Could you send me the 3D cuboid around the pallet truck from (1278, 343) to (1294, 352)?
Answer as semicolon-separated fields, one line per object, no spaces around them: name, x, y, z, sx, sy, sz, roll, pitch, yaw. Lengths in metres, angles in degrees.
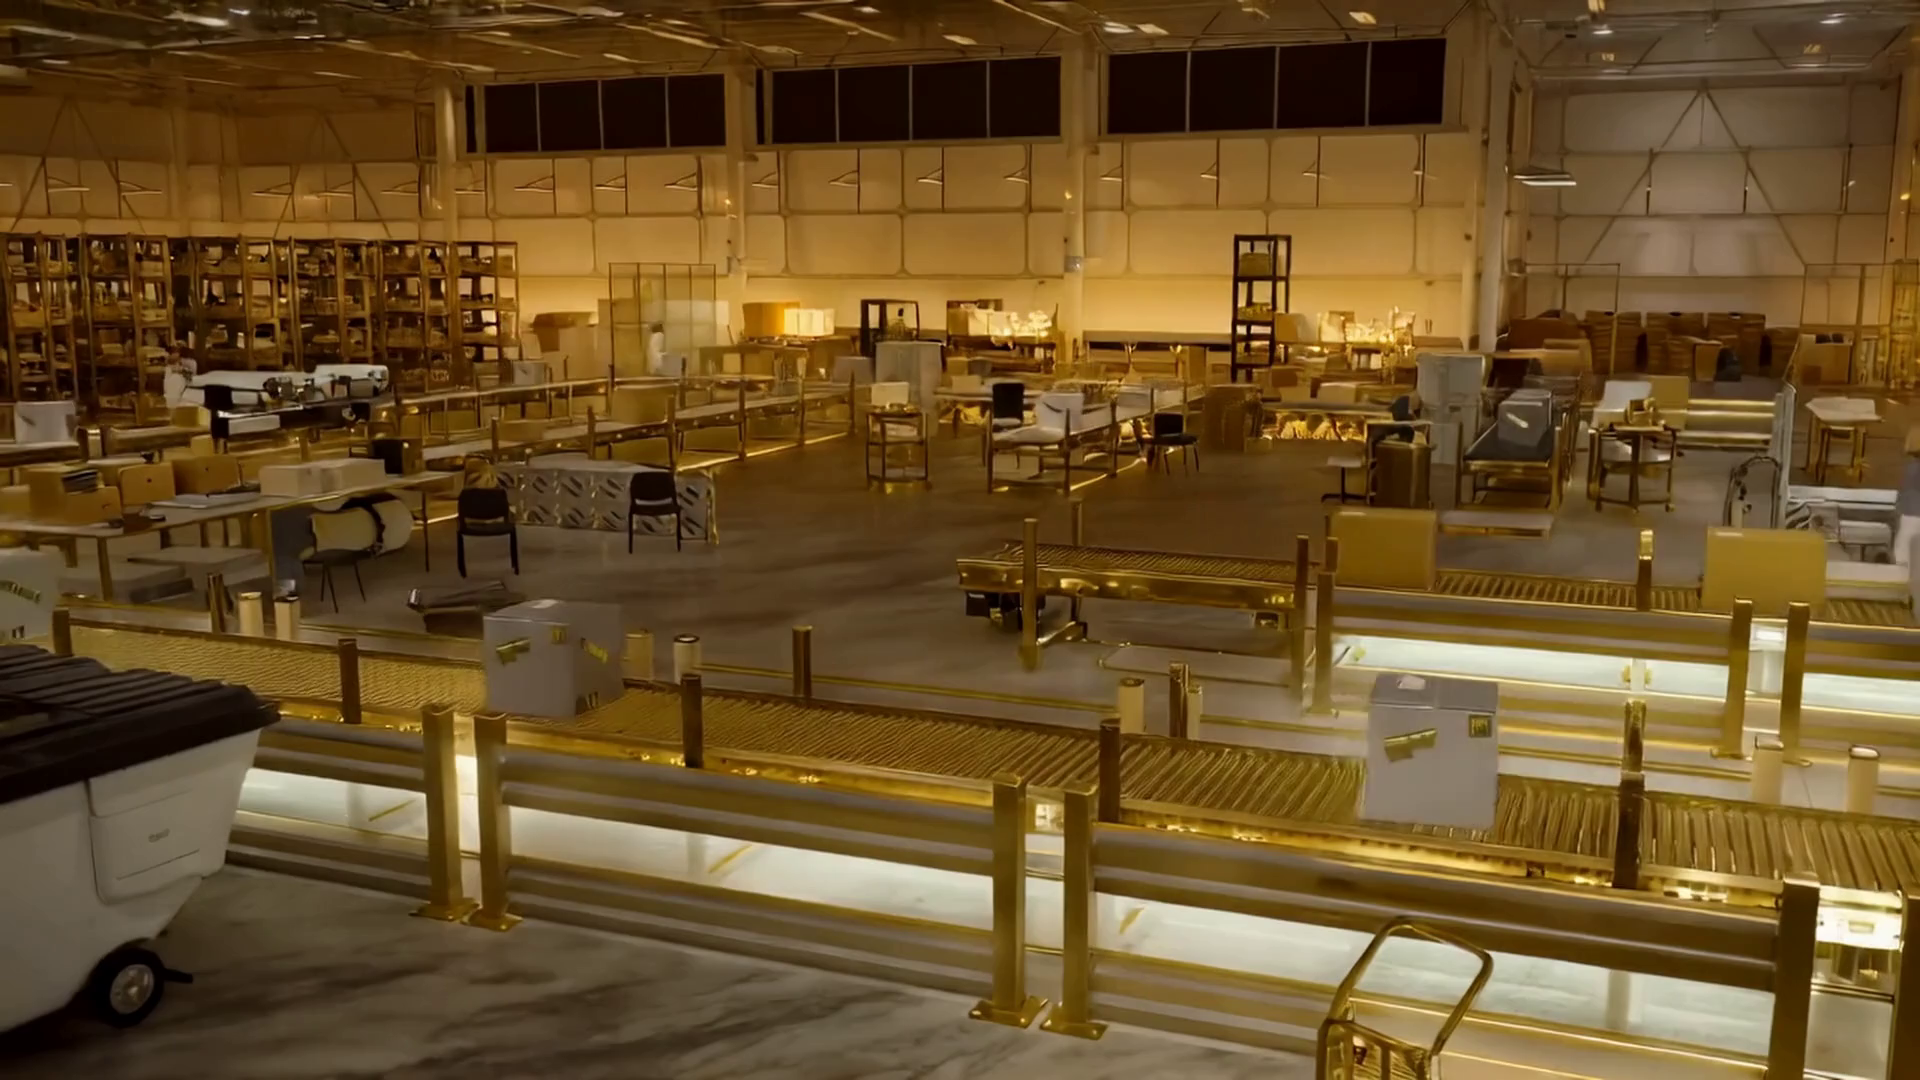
pallet truck;7.886;-4.163;39.743;0.653;1.274;1.630;4;10;22

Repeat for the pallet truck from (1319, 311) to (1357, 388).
pallet truck;9.071;-4.419;39.190;0.823;1.965;1.885;5;10;26

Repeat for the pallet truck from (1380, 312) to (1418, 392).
pallet truck;10.207;-4.283;38.369;0.823;1.965;1.885;3;10;20

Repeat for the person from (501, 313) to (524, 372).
person;-12.205;-5.421;45.459;0.421;1.949;0.791;7;12;35

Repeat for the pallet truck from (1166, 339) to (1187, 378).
pallet truck;5.418;-4.269;40.420;0.704;1.261;1.522;3;10;20

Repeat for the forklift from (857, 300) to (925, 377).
forklift;-1.732;-5.109;42.468;1.157;1.987;2.680;4;10;22

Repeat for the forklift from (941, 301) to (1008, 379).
forklift;0.365;-4.966;41.571;1.157;1.987;2.680;3;10;20

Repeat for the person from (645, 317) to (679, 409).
person;-6.233;-3.618;34.388;1.053;2.000;0.607;-2;10;-14

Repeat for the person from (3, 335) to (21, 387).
person;-20.304;-3.769;35.733;0.508;1.836;0.558;-9;13;-43

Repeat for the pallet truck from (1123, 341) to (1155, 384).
pallet truck;4.445;-4.380;41.279;0.680;1.201;1.601;4;10;22

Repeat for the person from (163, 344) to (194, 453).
person;-12.690;-2.291;26.995;0.525;1.770;0.307;2;10;13

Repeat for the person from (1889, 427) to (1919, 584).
person;8.351;-0.185;14.658;0.388;1.619;0.537;2;10;12
